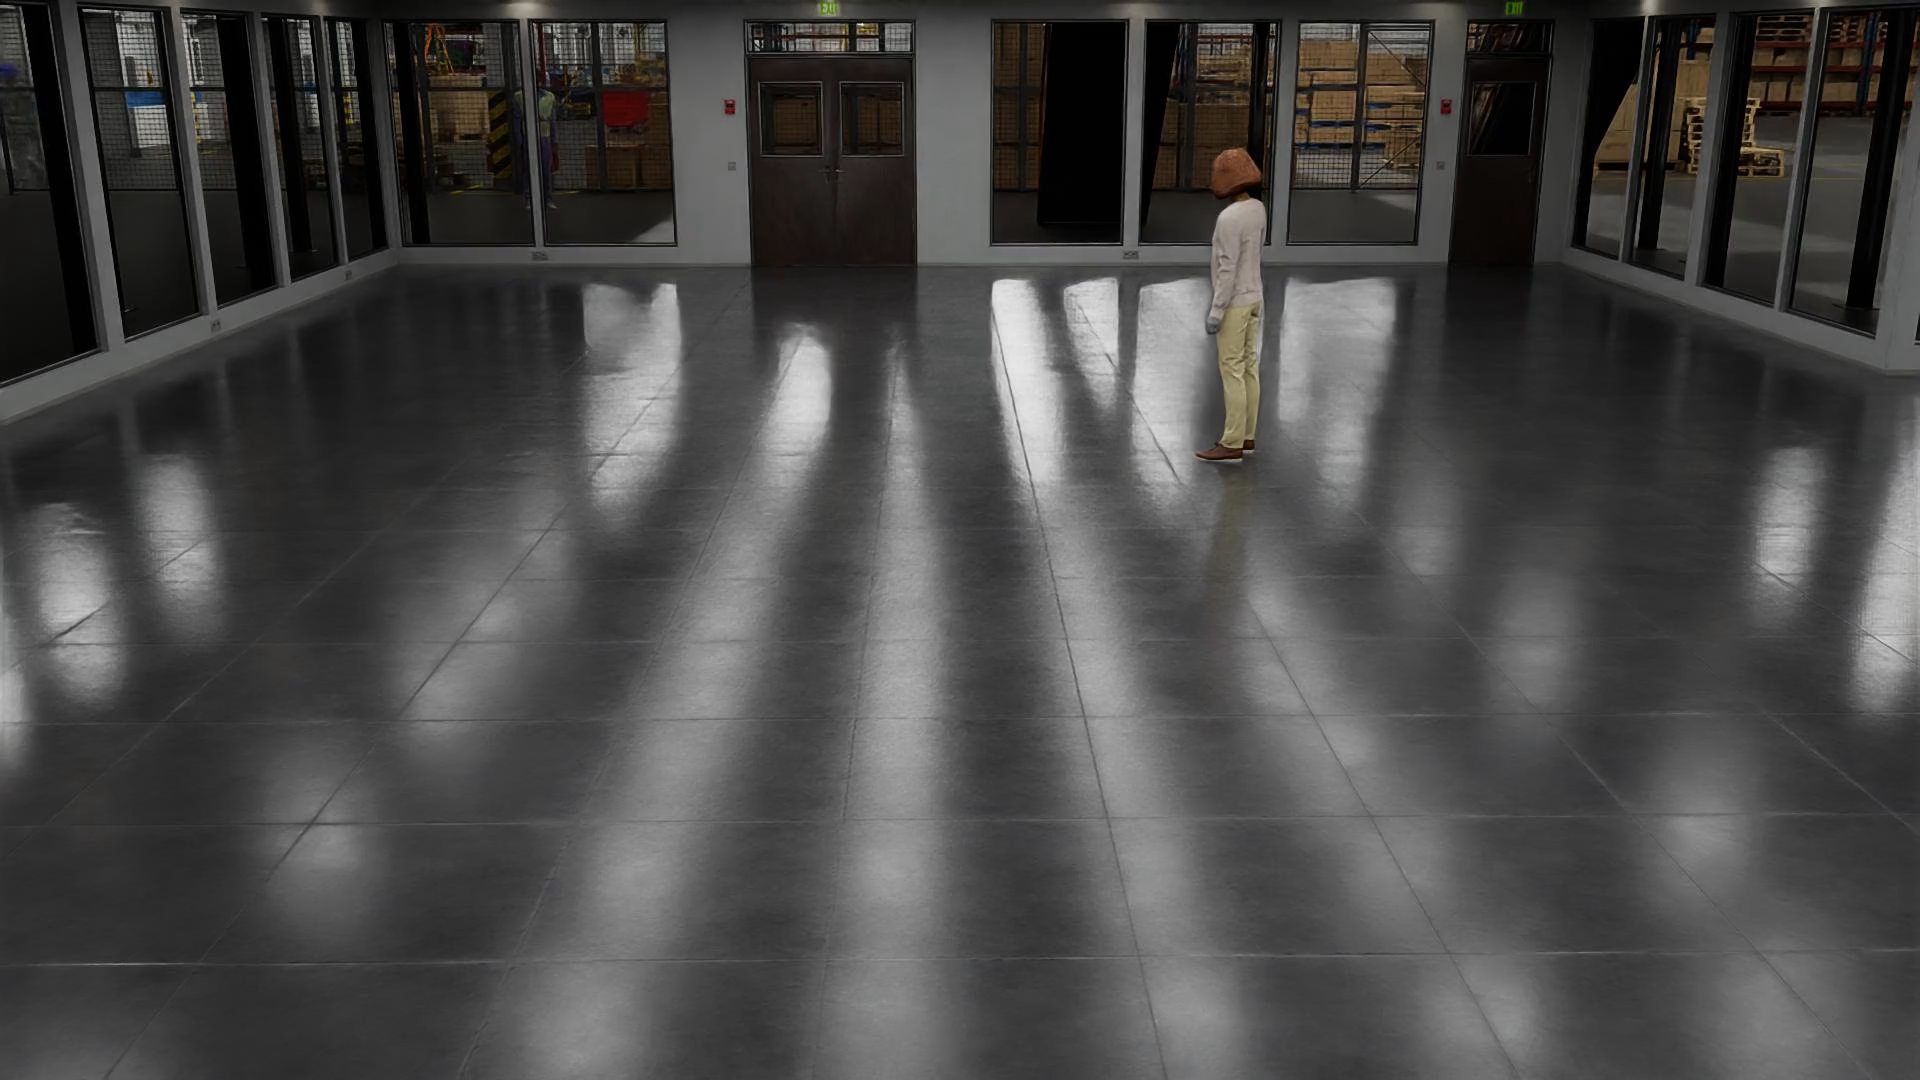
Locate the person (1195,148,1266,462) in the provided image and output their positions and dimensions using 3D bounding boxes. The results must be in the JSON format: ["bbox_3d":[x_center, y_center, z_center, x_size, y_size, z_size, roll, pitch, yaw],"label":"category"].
[{"bbox_3d":[1.438,-1.225,8.750,0.279,1.633,0.499,9,19,29],"label":"person"}]
